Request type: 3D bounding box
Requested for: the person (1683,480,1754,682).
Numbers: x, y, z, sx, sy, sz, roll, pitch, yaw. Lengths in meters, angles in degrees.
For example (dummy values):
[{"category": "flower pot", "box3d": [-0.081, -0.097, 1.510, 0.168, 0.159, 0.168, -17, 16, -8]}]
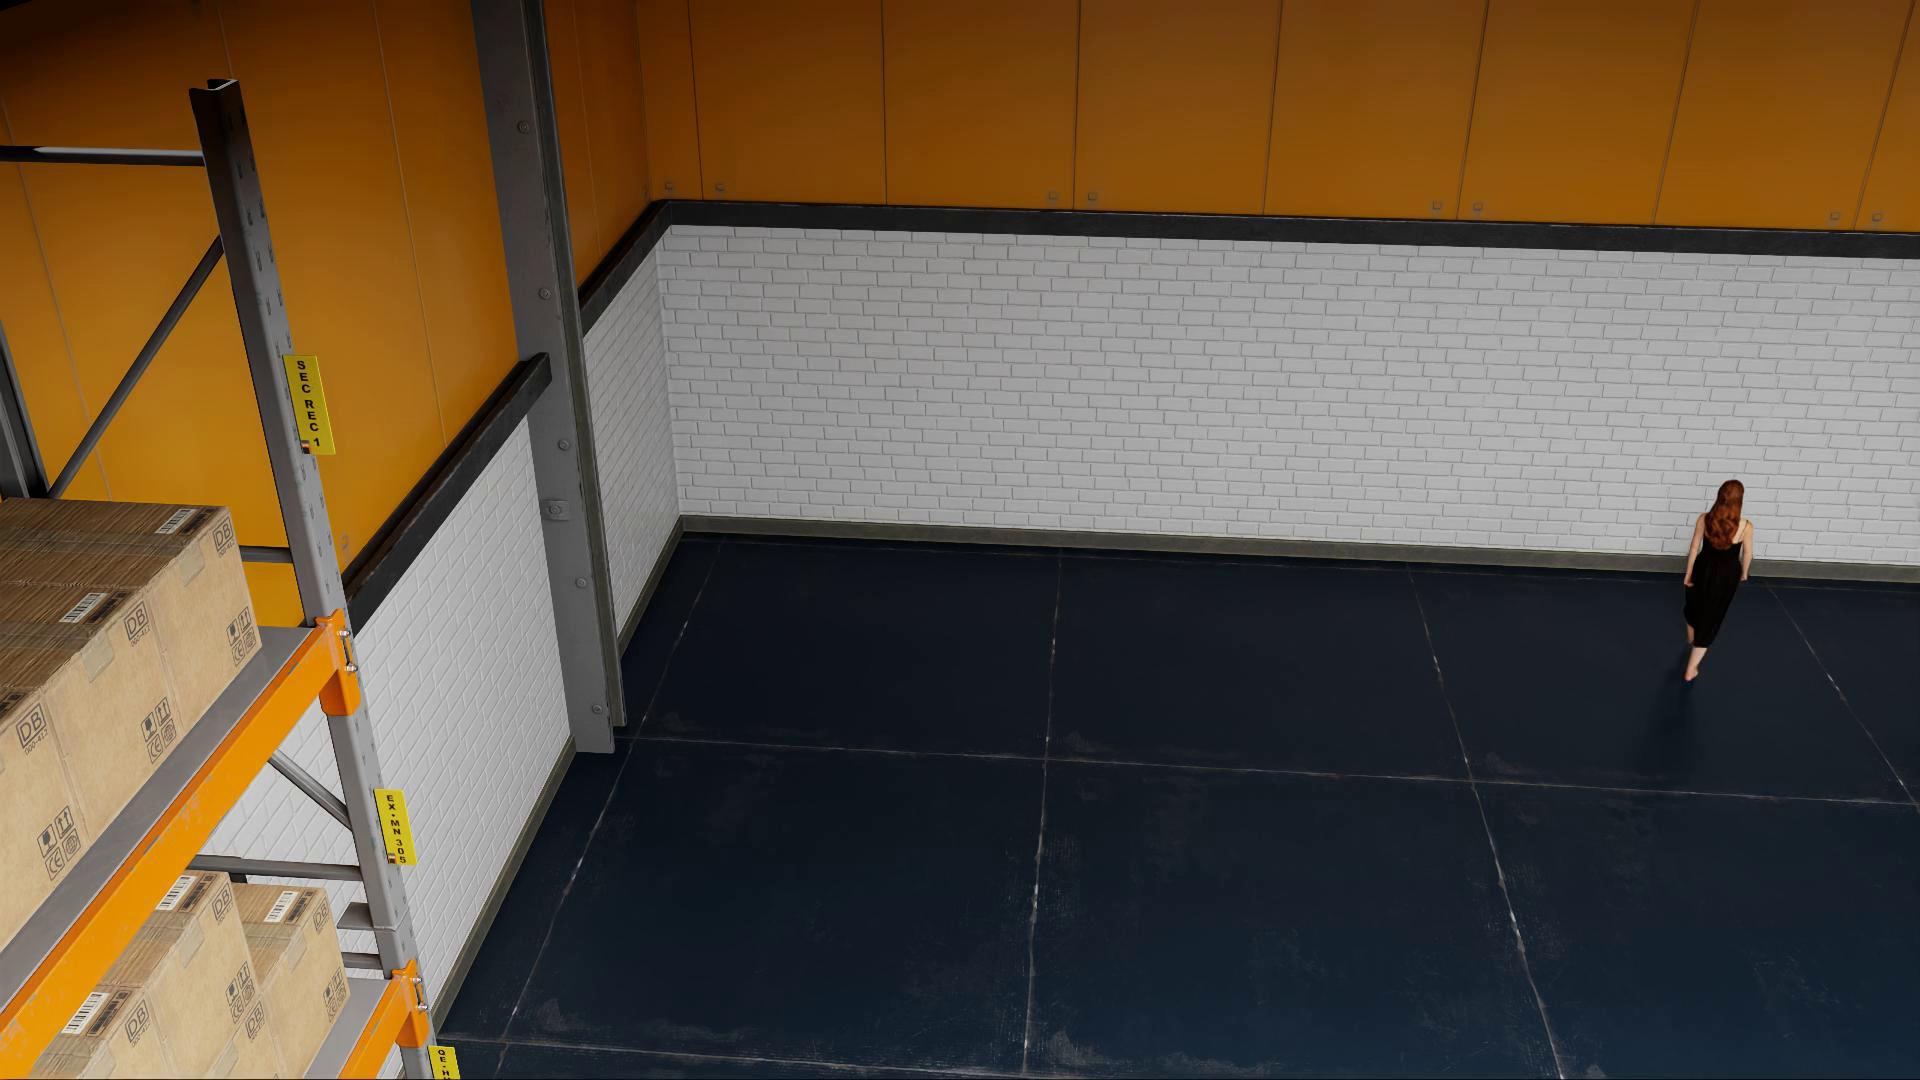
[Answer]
[{"category": "person", "box3d": [5.675, 0.334, 12.534, 0.902, 1.584, 1.093, 19, 34, 30]}]
